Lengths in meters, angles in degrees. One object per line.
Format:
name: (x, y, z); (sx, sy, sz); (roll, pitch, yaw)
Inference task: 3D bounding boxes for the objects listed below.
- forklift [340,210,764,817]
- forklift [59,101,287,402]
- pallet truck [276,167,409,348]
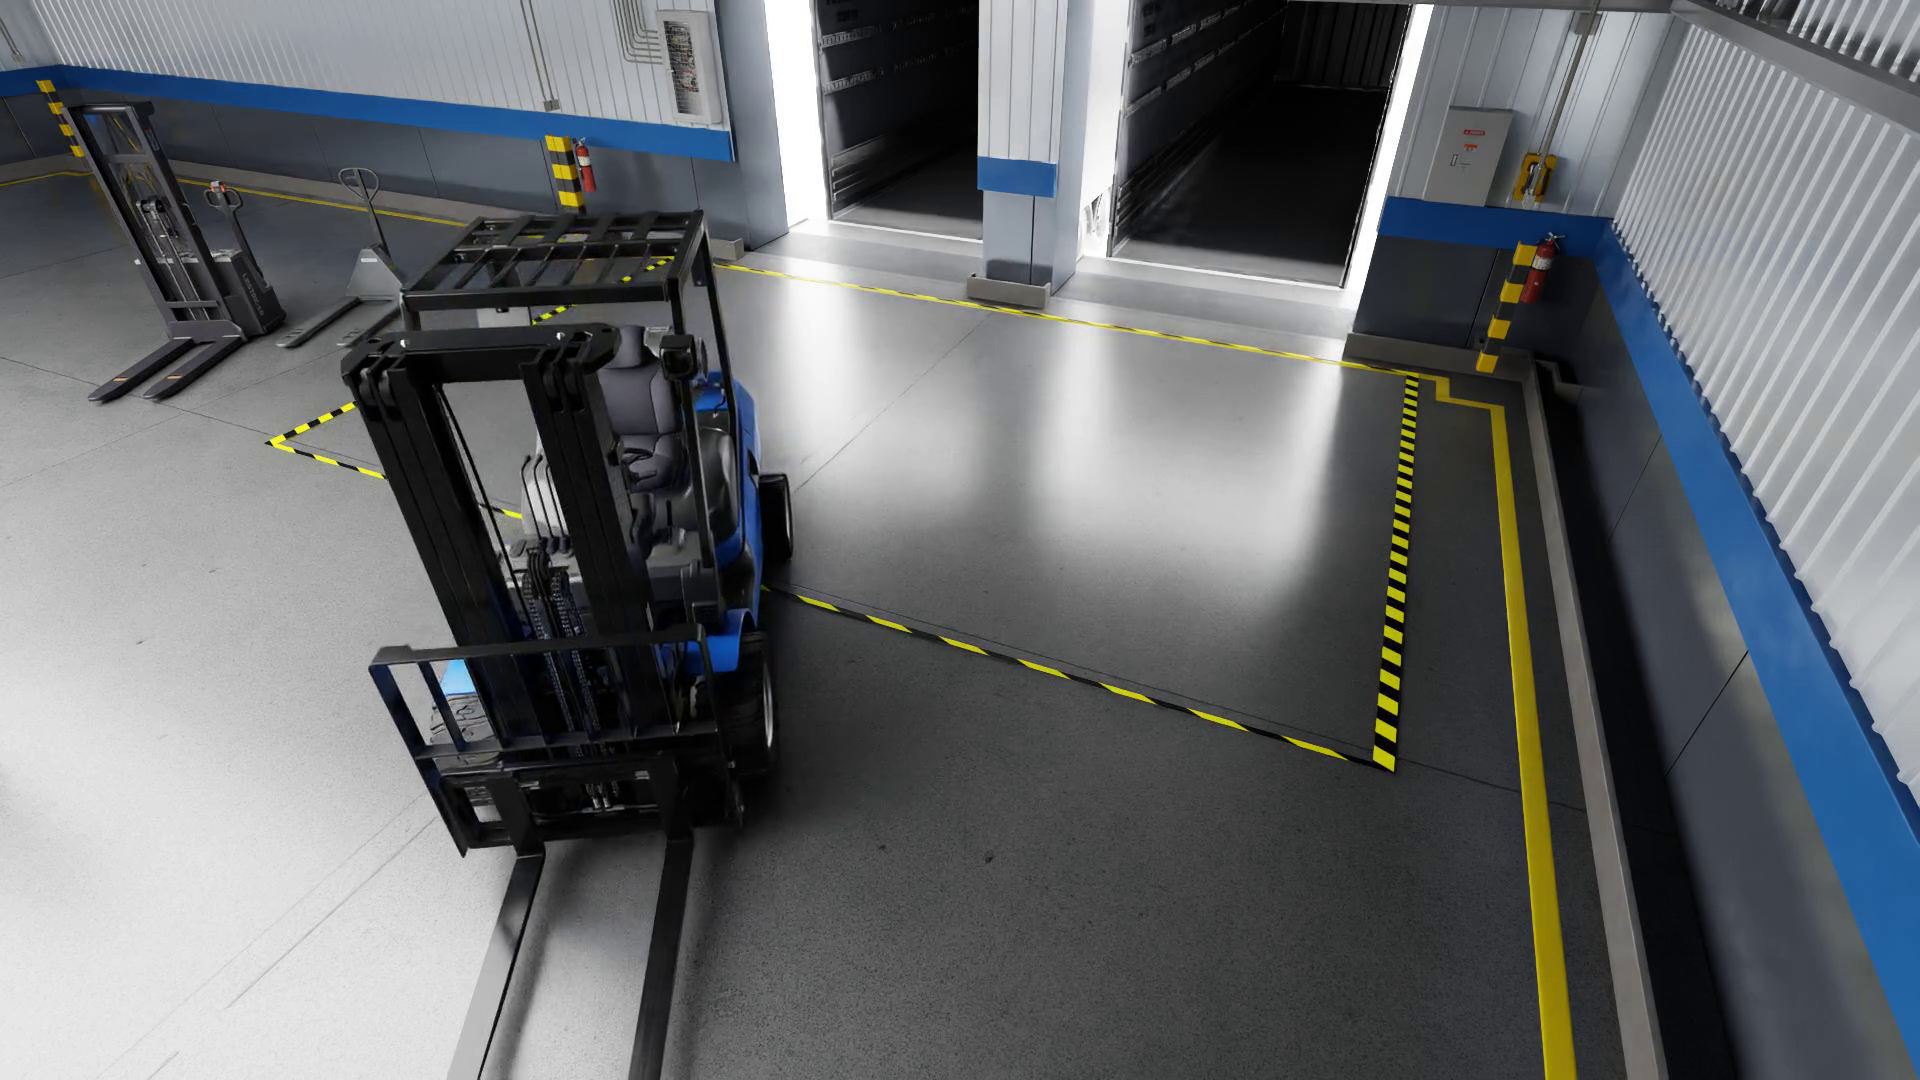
forklift: (-1.595, -0.351, 4.212); (1.157, 2.036, 2.680); (-4, 35, -6)
forklift: (-6.686, -2.387, 7.434); (0.823, 1.965, 1.885); (-3, 35, -5)
pallet truck: (-5.732, -2.611, 8.414); (0.680, 1.201, 1.601); (-1, 35, -1)
